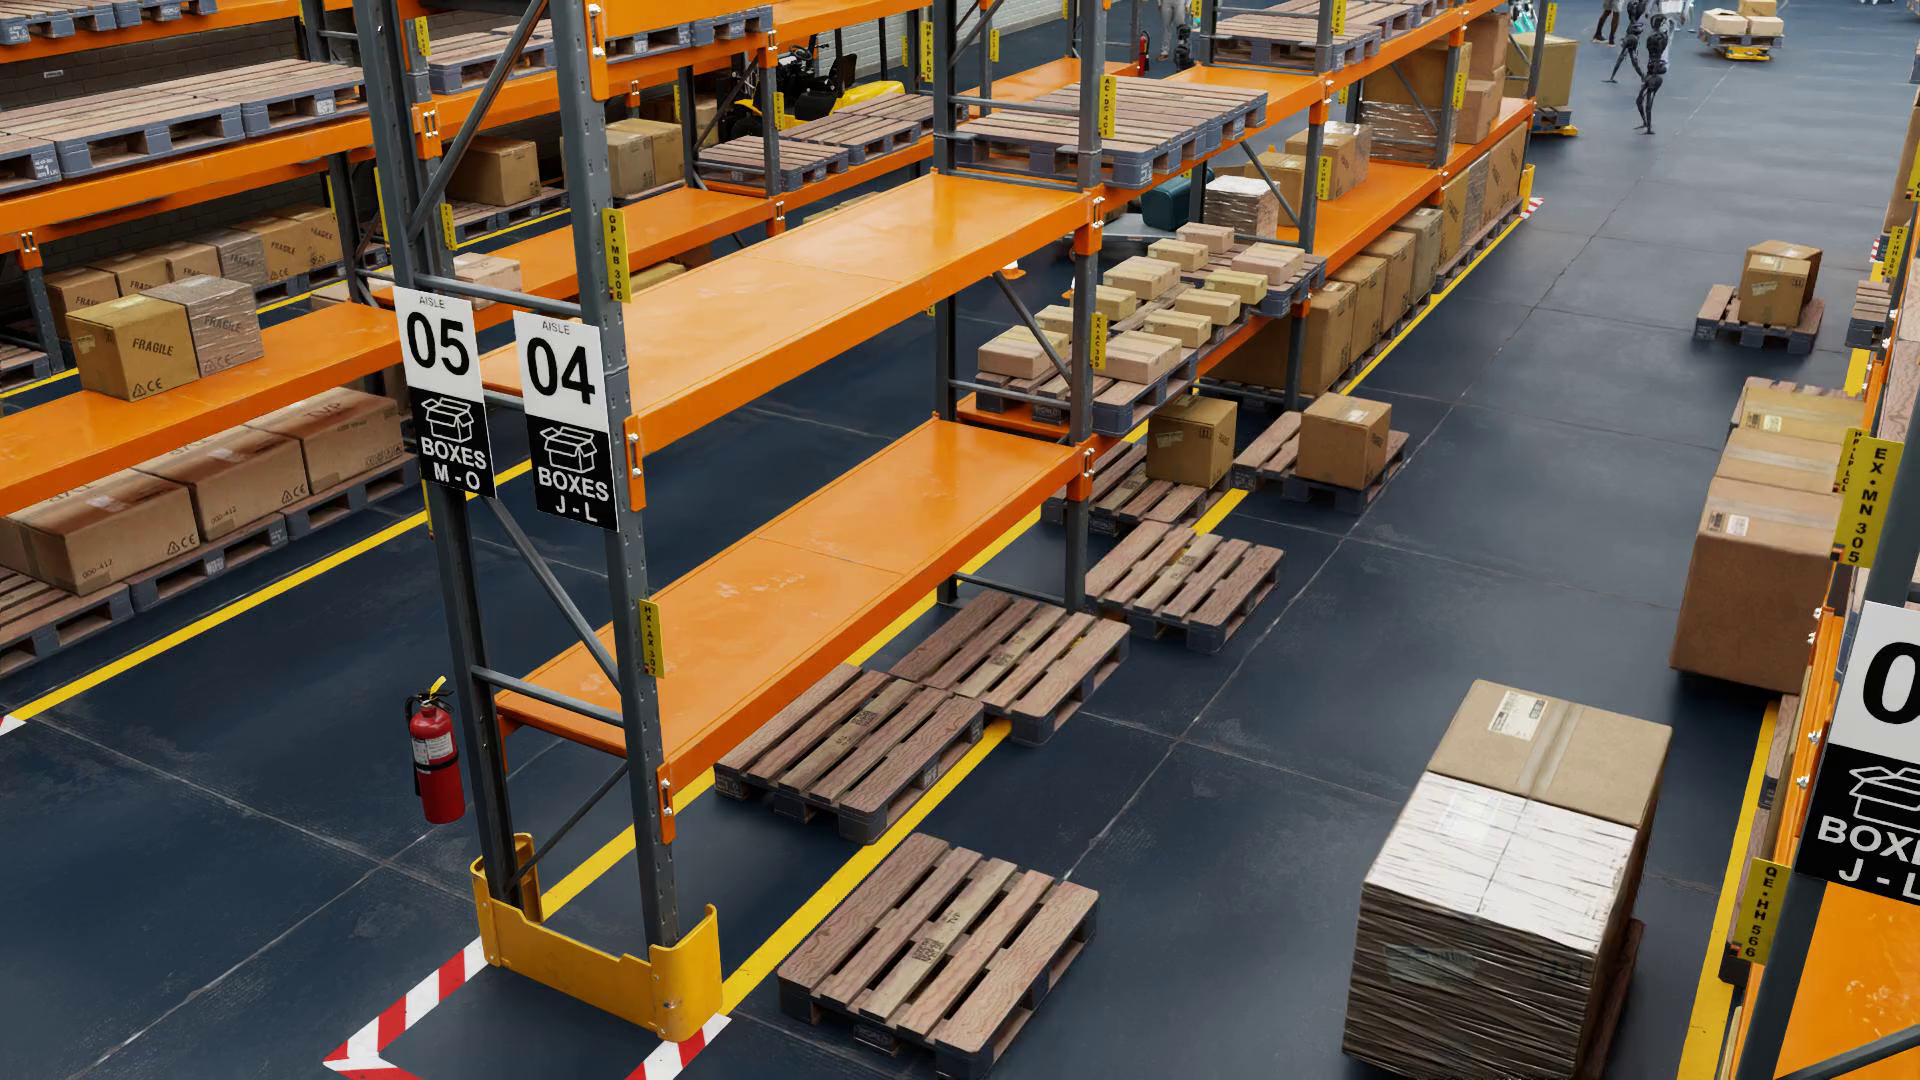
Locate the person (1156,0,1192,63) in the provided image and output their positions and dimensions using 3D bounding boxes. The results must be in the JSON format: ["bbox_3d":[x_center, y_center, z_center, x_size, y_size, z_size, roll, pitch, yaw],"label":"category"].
[{"bbox_3d":[3.675,-9.198,28.532,0.634,1.937,0.353,15,29,28],"label":"person"}]

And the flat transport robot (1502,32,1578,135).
[{"bbox_3d":[7.958,-5.896,23.594,1.431,0.231,0.659,0,26,0],"label":"flat transport robot"}]

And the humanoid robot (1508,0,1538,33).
[{"bbox_3d":[9.505,-8.758,27.851,0.535,1.769,0.789,-12,28,-23],"label":"humanoid robot"}]

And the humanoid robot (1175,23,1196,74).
[{"bbox_3d":[3.110,-6.097,22.394,0.455,1.648,0.620,17,30,31],"label":"humanoid robot"}]

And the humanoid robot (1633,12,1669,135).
[{"bbox_3d":[9.706,-6.525,23.286,0.314,1.644,0.615,6,26,12],"label":"humanoid robot"}]

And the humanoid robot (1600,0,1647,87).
[{"bbox_3d":[10.787,-8.094,26.614,0.784,1.644,0.587,12,28,24],"label":"humanoid robot"}]

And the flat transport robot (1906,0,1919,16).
[{"bbox_3d":[19.413,-10.352,32.853,0.659,0.231,1.431,8,27,16],"label":"flat transport robot"}]

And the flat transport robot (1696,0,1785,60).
[{"bbox_3d":[13.741,-8.697,29.414,0.659,0.231,1.431,4,26,9],"label":"flat transport robot"}]

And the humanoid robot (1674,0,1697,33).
[{"bbox_3d":[13.772,-10.491,31.439,0.597,1.767,0.880,1,26,2],"label":"humanoid robot"}]

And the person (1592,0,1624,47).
[{"bbox_3d":[11.859,-9.926,30.061,0.543,1.923,0.691,-12,28,-23],"label":"person"}]

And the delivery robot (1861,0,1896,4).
[{"bbox_3d":[19.480,-11.671,35.246,0.757,0.580,0.499,-16,30,-29],"label":"delivery robot"}]

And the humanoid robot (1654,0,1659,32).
[{"bbox_3d":[13.002,-10.065,30.632,0.339,1.650,0.607,23,34,39],"label":"humanoid robot"}]

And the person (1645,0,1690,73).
[{"bbox_3d":[11.827,-8.832,27.860,0.589,1.865,0.944,-2,26,-4],"label":"person"}]

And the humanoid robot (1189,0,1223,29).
[{"bbox_3d":[4.274,-9.283,28.997,0.720,1.829,0.543,-20,32,-35],"label":"humanoid robot"}]

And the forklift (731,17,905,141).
[{"bbox_3d":[-1.819,-5.975,21.543,2.313,2.155,1.214,14,29,26],"label":"forklift"}]
